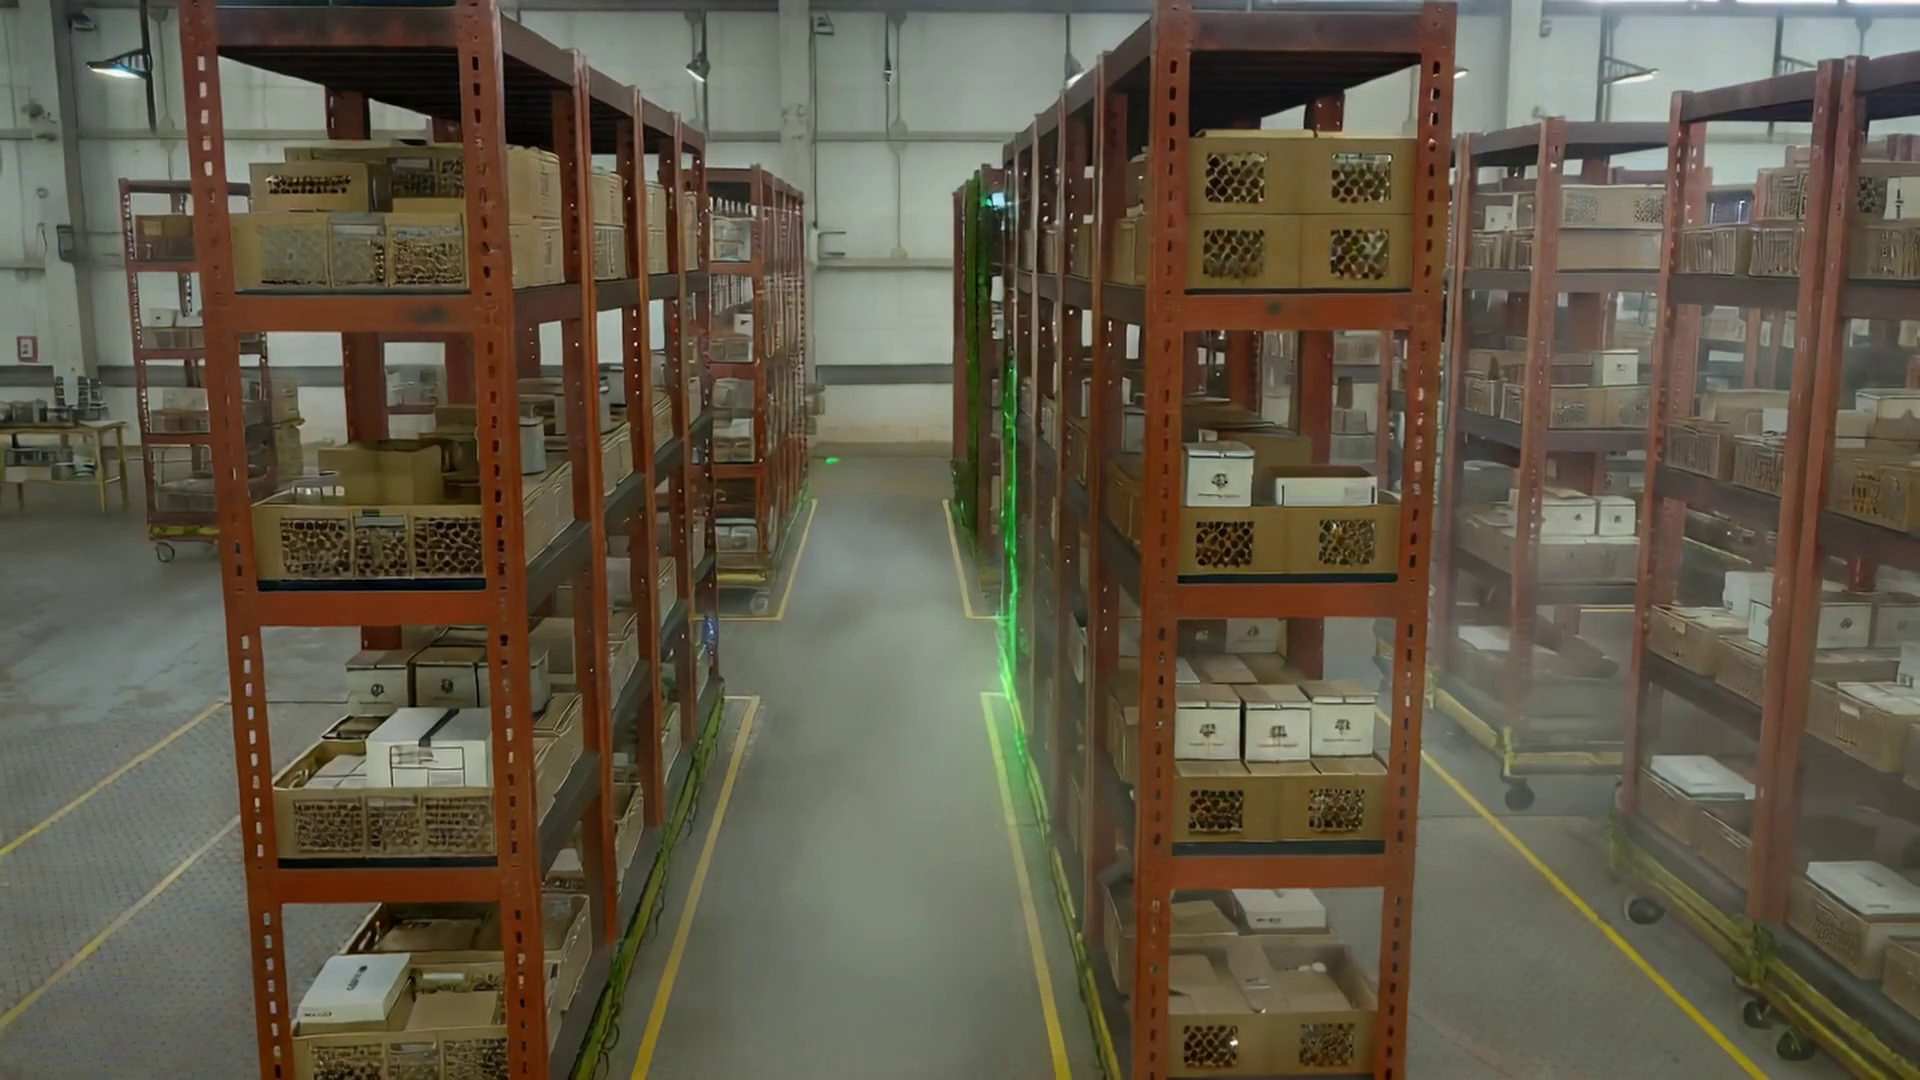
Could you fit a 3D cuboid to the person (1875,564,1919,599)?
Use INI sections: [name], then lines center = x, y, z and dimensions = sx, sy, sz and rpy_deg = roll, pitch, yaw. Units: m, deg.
[person]
center = 7.431, -0.219, 13.162
dimensions = 0.686, 1.797, 0.608
rpy_deg = 3, 10, 16
